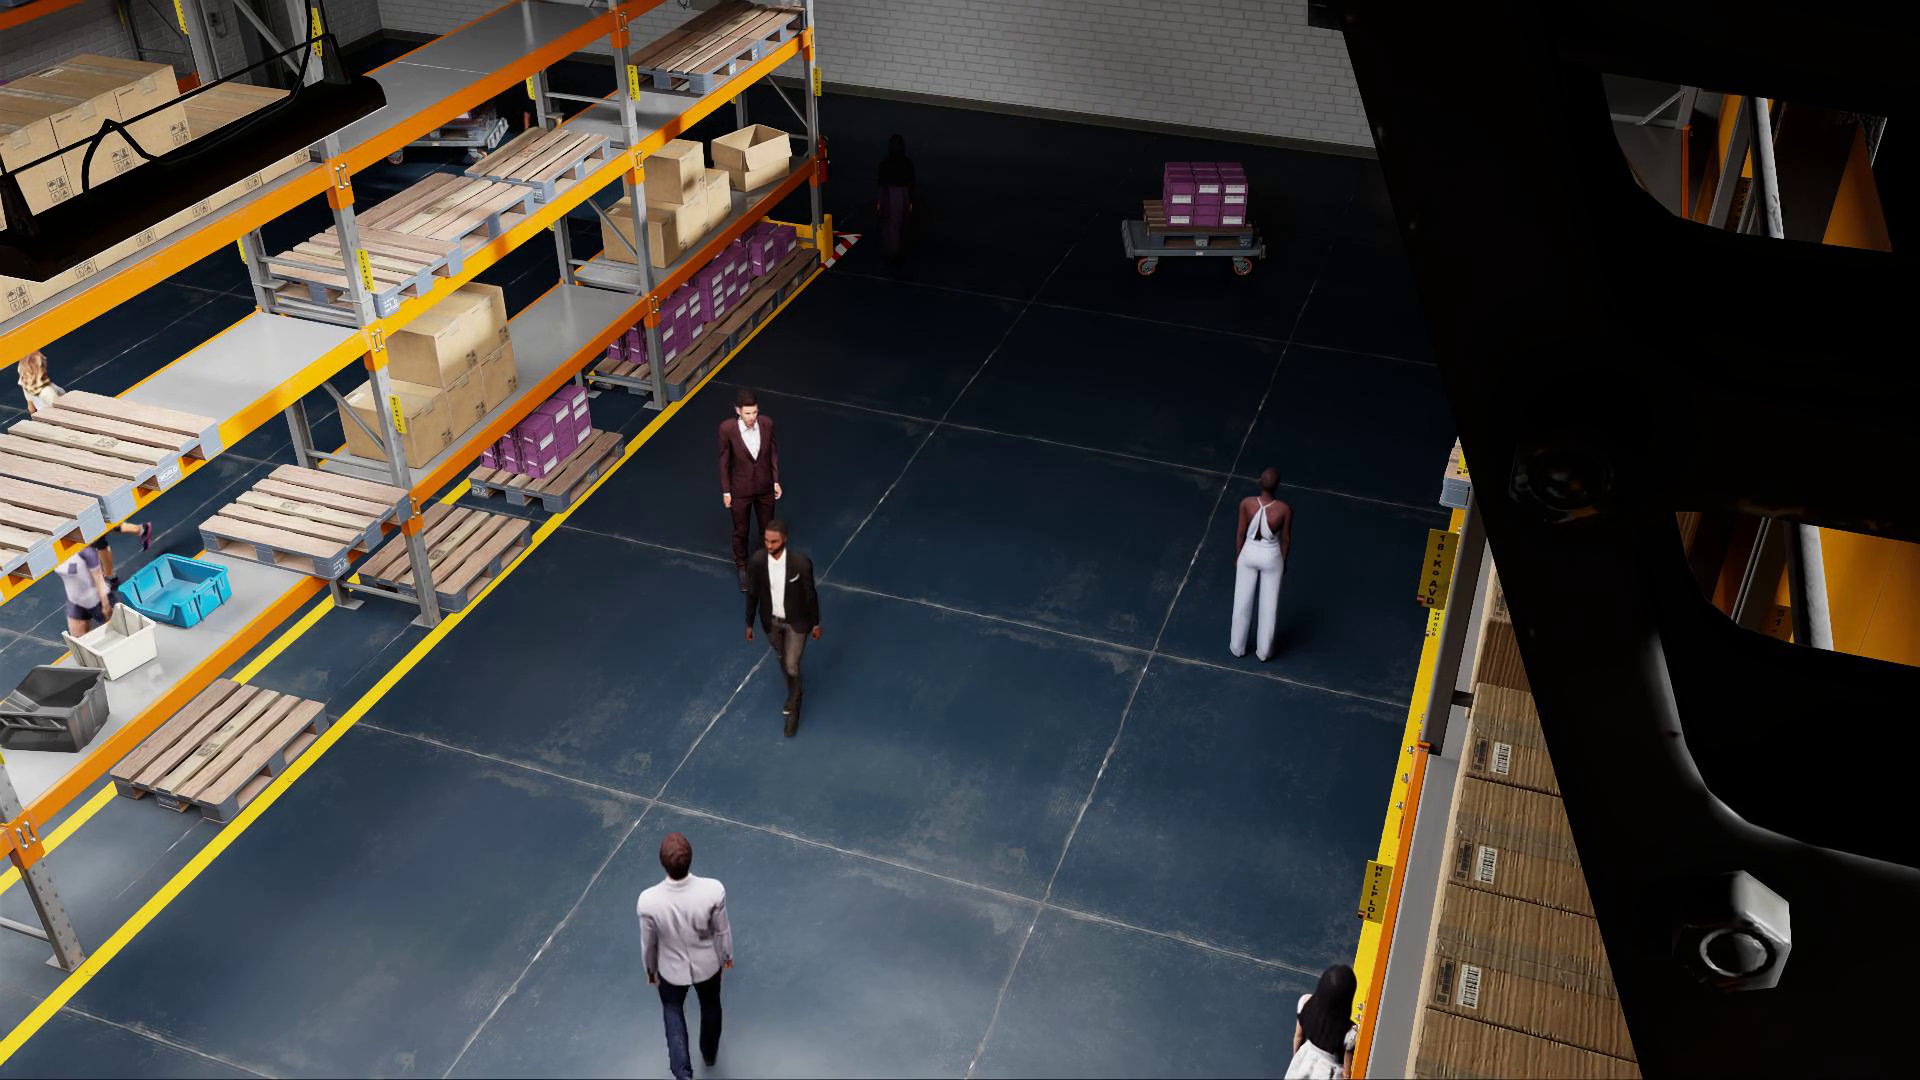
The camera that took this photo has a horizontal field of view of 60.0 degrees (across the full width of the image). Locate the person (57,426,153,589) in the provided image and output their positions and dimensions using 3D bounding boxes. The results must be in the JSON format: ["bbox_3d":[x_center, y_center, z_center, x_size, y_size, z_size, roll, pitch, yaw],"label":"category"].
[{"bbox_3d":[-7.338,-0.401,14.183,0.681,1.708,0.996,18,37,25],"label":"person"}]

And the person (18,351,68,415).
[{"bbox_3d":[-8.117,-0.934,14.972,0.664,1.723,0.598,18,38,25],"label":"person"}]

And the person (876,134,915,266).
[{"bbox_3d":[-0.763,-3.992,19.676,0.838,1.608,0.932,-8,35,-12],"label":"person"}]

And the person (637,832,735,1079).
[{"bbox_3d":[-1.567,2.515,9.684,0.934,1.832,1.036,-7,34,-10],"label":"person"}]

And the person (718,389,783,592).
[{"bbox_3d":[-1.778,-0.462,14.133,0.774,1.865,0.830,-14,36,-20],"label":"person"}]

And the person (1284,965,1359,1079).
[{"bbox_3d":[1.958,2.975,9.048,0.797,1.769,0.774,-25,41,-33],"label":"person"}]

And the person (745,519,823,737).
[{"bbox_3d":[-1.299,0.571,12.651,0.725,1.785,0.797,9,35,13],"label":"person"}]

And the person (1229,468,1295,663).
[{"bbox_3d":[2.390,0.197,13.215,0.576,1.784,0.483,9,35,14],"label":"person"}]
